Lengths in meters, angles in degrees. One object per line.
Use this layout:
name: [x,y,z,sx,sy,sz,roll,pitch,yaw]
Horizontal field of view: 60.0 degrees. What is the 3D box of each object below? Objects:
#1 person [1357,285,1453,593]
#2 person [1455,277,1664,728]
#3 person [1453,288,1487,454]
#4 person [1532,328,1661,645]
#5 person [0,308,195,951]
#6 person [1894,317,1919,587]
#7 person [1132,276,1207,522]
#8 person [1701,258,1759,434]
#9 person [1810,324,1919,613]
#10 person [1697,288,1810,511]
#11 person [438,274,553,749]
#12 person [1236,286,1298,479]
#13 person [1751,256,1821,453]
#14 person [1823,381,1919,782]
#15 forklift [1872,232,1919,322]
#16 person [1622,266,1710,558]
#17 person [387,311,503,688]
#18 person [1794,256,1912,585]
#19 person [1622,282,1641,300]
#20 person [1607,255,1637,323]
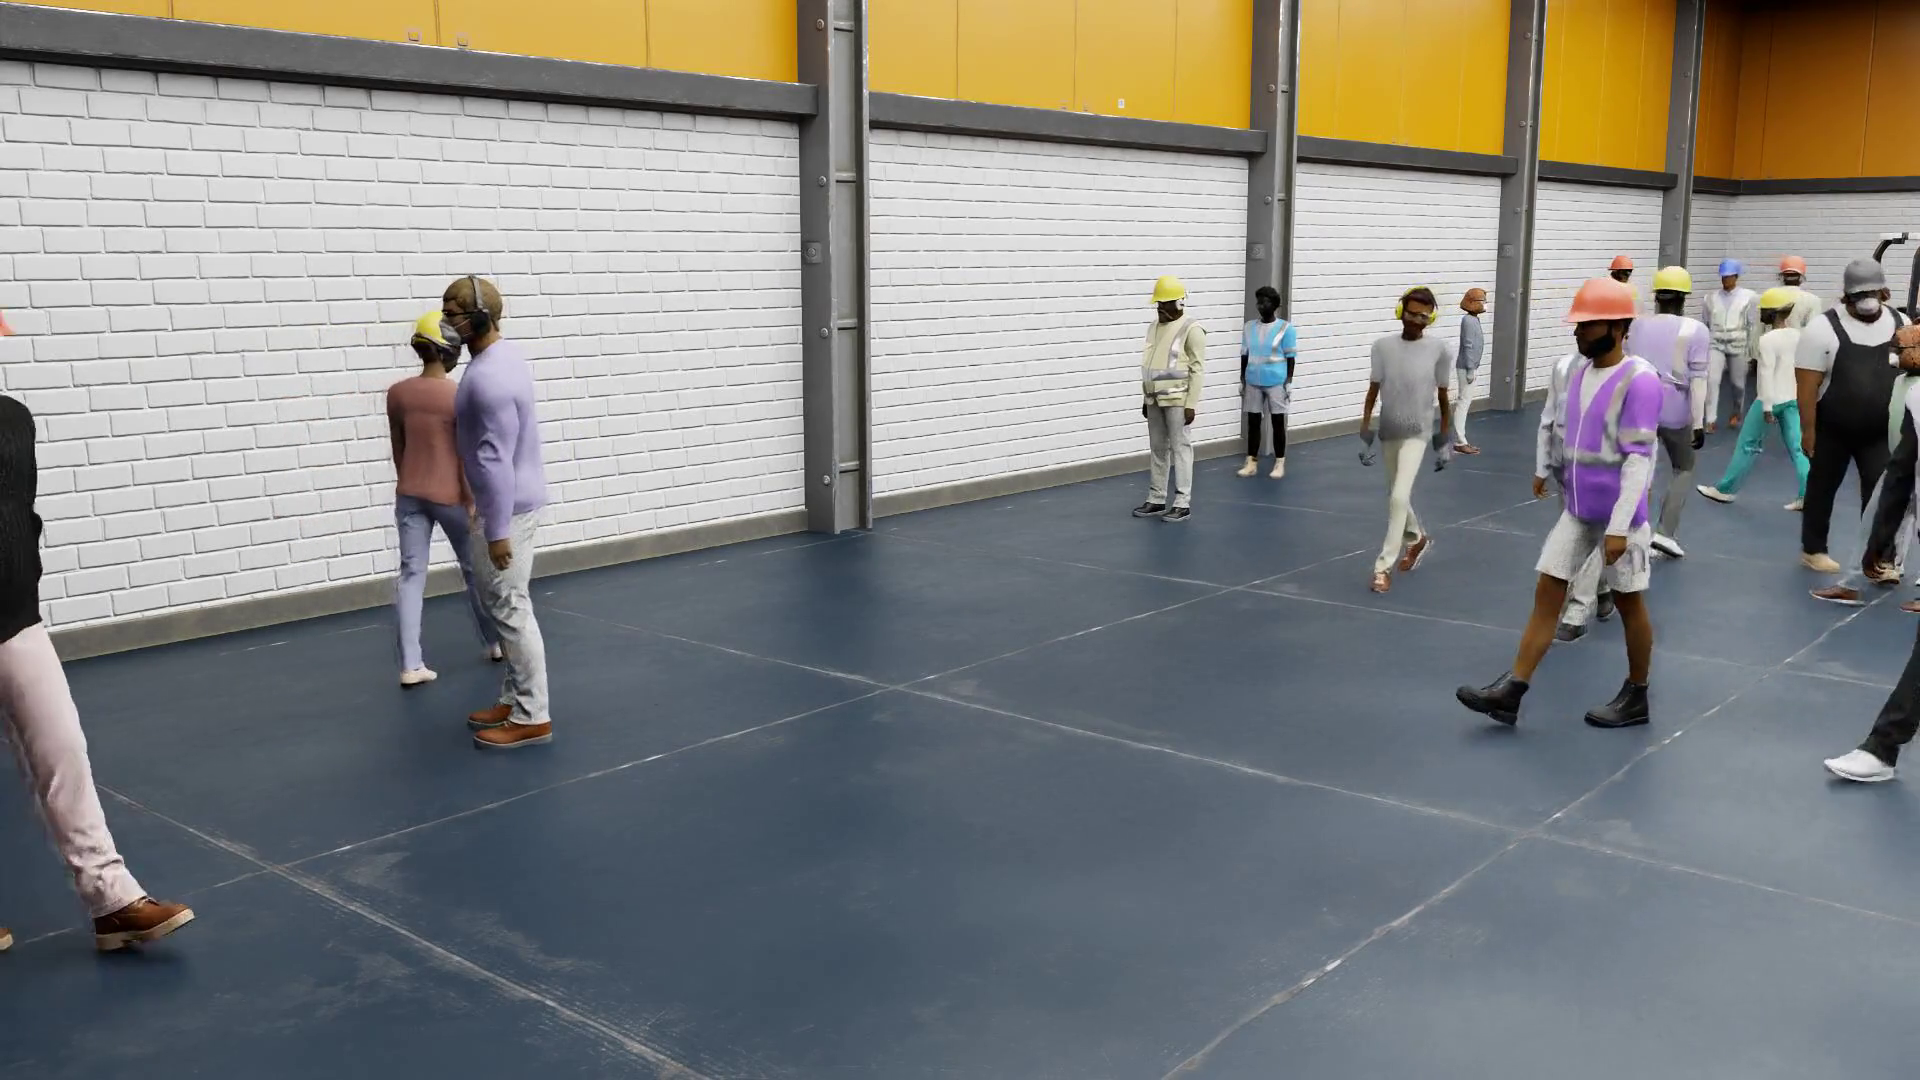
person: [2.723,-0.638,10.092,0.522,1.822,0.957,7,12,33]
person: [2.548,-0.121,6.890,0.930,1.896,0.569,-3,10,-18]
person: [5.061,-1.676,16.500,0.283,1.634,0.498,4,11,21]
person: [3.346,-0.391,8.722,0.878,1.804,0.594,-9,13,-41]
person: [-2.637,0.249,4.598,0.936,1.957,0.657,3,10,16]
person: [5.815,-0.544,10.043,0.308,1.641,0.515,-5,11,-27]
person: [1.553,-1.051,12.408,0.403,1.823,0.586,-7,12,-34]
person: [8.498,-2.143,18.370,0.602,1.920,0.895,7,12,34]
person: [5.169,-0.384,9.220,0.768,1.598,0.502,1,10,3]
person: [6.316,-1.094,12.966,0.529,1.719,0.921,-6,12,-30]
person: [-1.870,-0.107,6.754,0.387,1.924,0.638,-3,10,-15]
person: [2.696,-1.383,14.659,0.537,1.695,0.315,7,12,35]
person: [8.154,-1.827,16.453,0.632,1.961,0.915,9,14,43]
person: [3.809,-0.009,6.372,1.030,1.864,0.605,-2,10,-14]
forklift: [9.955,-1.972,16.595,2.313,2.155,1.214,1,10,8]
person: [4.562,-0.812,10.794,0.520,1.906,0.616,-9,13,-40]
person: [-2.419,-0.210,7.869,0.543,1.724,0.864,3,10,18]
person: [5.423,-0.753,10.091,0.687,2.000,0.992,1,10,7]
person: [5.905,-1.430,14.832,0.716,1.713,0.512,2,10,12]
person: [7.955,-2.461,20.109,0.356,1.939,0.543,6,12,32]
